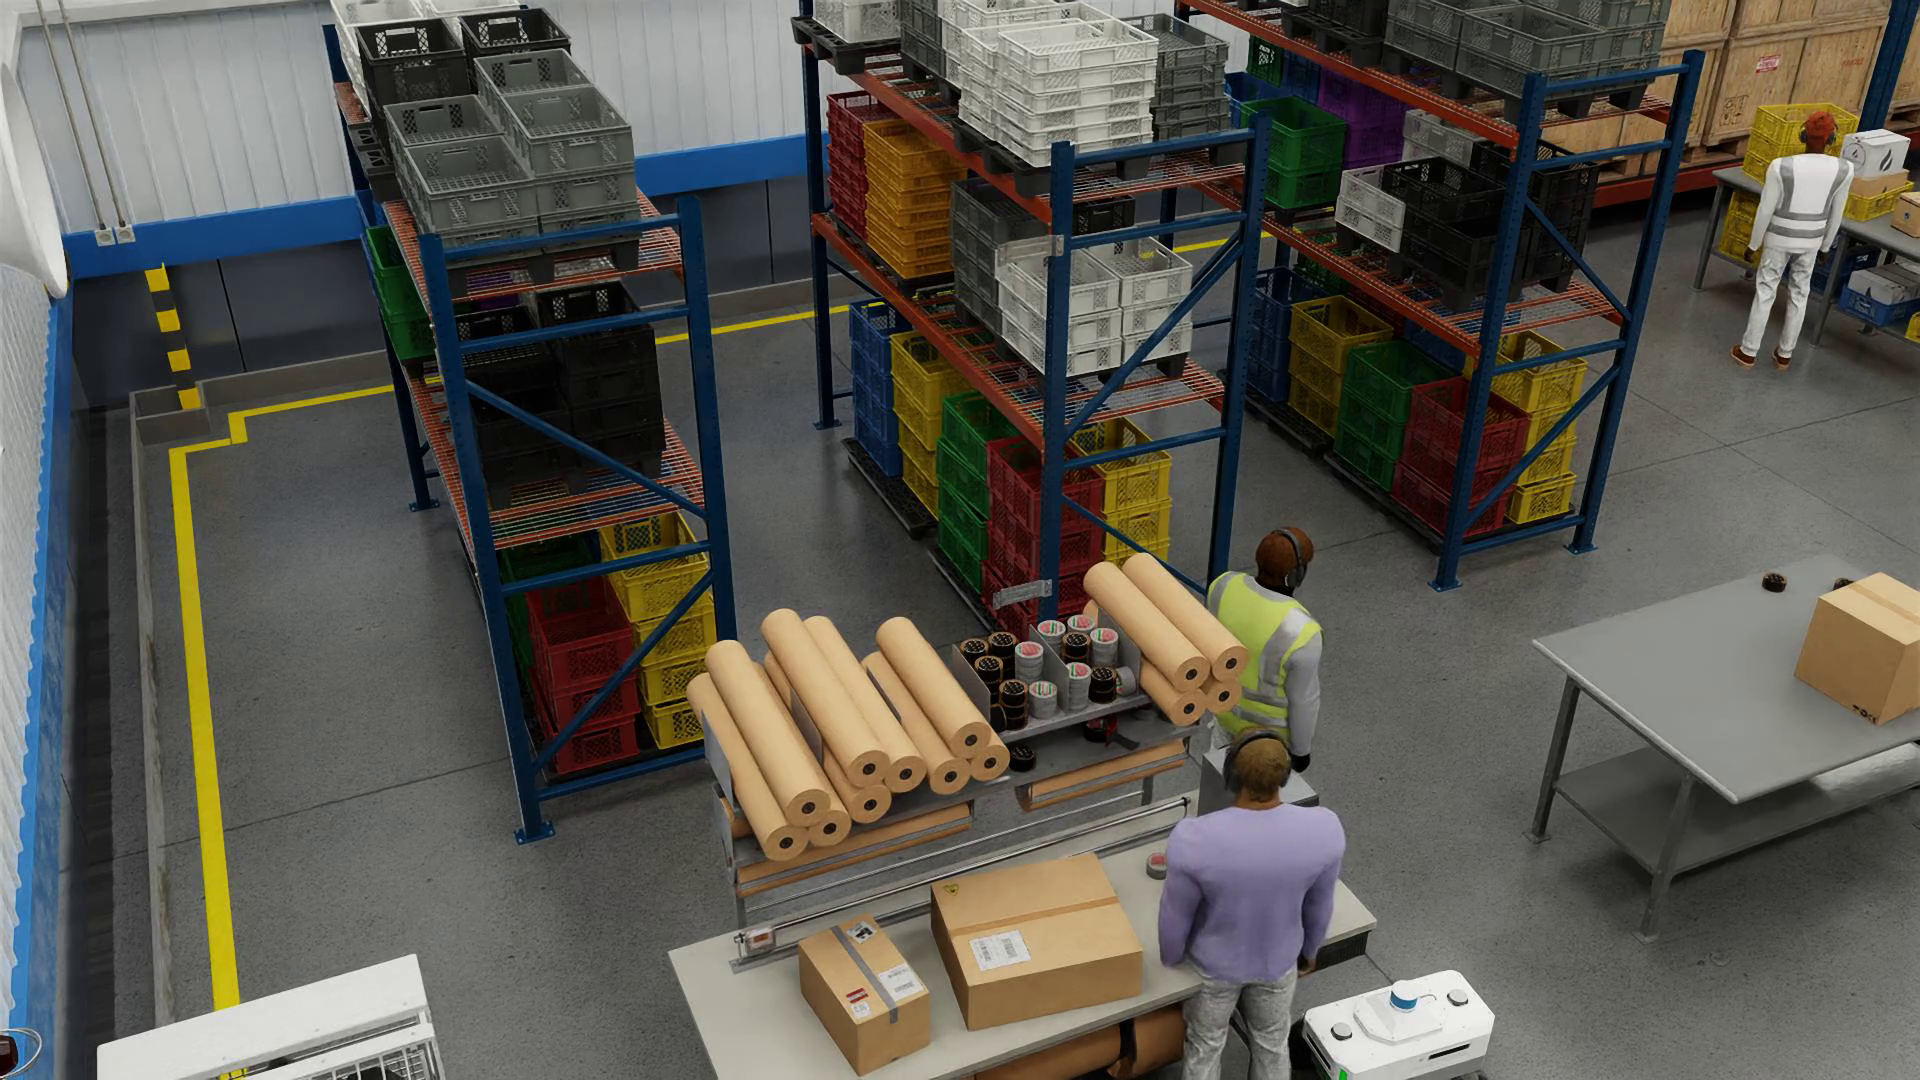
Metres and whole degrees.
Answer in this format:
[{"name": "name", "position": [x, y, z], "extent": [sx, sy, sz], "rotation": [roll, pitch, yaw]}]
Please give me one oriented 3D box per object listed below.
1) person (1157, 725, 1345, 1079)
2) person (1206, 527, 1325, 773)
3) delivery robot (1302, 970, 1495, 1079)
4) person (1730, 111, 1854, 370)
[{"name": "person", "position": [1.008, 1.482, 5.972], "extent": [0.630, 1.931, 0.372], "rotation": [-3, 32, -5]}, {"name": "person", "position": [1.311, 0.758, 7.239], "extent": [0.430, 1.836, 0.629], "rotation": [-20, 37, -29]}, {"name": "delivery robot", "position": [1.702, 1.920, 6.471], "extent": [0.707, 0.478, 0.477], "rotation": [-10, 33, -16]}, {"name": "person", "position": [5.918, -2.115, 11.850], "extent": [0.574, 1.886, 0.361], "rotation": [5, 32, 8]}]
